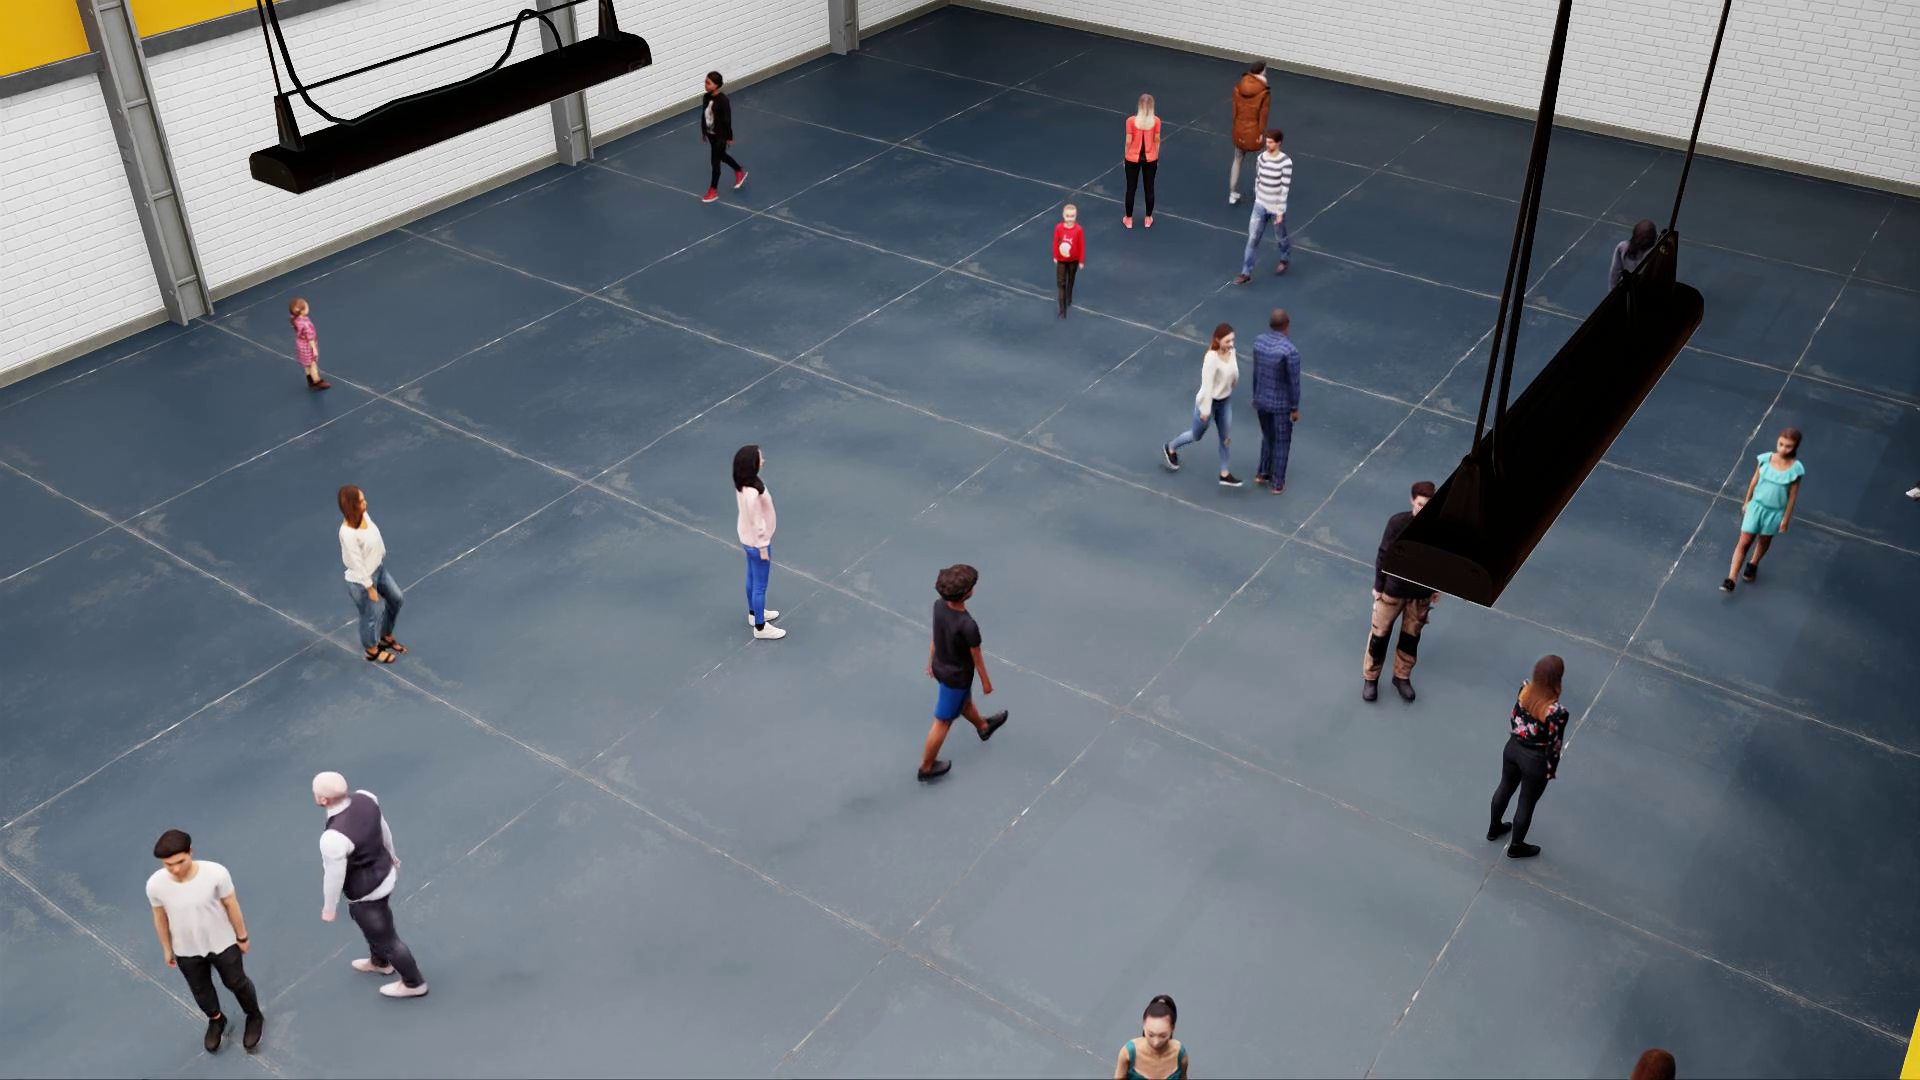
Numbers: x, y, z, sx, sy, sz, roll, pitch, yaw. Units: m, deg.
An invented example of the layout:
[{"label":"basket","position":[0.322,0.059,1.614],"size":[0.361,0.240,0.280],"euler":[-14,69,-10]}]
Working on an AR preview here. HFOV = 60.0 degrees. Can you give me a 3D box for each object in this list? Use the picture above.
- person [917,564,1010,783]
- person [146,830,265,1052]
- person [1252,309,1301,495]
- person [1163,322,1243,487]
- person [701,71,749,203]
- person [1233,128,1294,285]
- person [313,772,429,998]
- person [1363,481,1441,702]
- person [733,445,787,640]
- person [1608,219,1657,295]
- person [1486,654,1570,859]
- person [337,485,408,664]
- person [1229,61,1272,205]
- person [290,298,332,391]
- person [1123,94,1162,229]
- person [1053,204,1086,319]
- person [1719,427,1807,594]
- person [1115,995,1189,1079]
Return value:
[{"label":"person","position":[-0.113,1.003,12.031],"size":[1.214,1.741,0.895],"euler":[-22,39,-29]},{"label":"person","position":[-4.533,2.377,9.990],"size":[0.700,1.712,0.764],"euler":[-4,34,-7]},{"label":"person","position":[2.849,-1.263,15.394],"size":[0.706,1.792,0.771],"euler":[-17,37,-24]},{"label":"person","position":[2.293,-1.291,15.552],"size":[0.796,1.663,1.073],"euler":[28,43,35]},{"label":"person","position":[-3.077,-5.264,21.547],"size":[0.654,1.643,1.094],"euler":[25,41,32]},{"label":"person","position":[3.676,-3.885,19.324],"size":[0.741,1.809,1.207],"euler":[27,42,34]},{"label":"person","position":[-3.561,2.152,10.246],"size":[0.961,1.803,0.904],"euler":[-1,34,-1]},{"label":"person","position":[3.436,0.381,12.801],"size":[0.794,1.925,0.815],"euler":[0,34,0]},{"label":"person","position":[-1.666,0.002,13.512],"size":[0.752,1.770,0.721],"euler":[-9,35,-14]},{"label":"person","position":[7.140,-2.653,17.663],"size":[0.668,1.597,0.649],"euler":[19,38,26]},{"label":"person","position":[3.899,1.464,11.392],"size":[0.657,1.680,0.646],"euler":[-15,36,-21]},{"label":"person","position":[-4.777,0.289,13.168],"size":[0.805,1.671,0.714],"euler":[1,34,2]},{"label":"person","position":[3.653,-5.174,21.270],"size":[0.702,1.801,0.975],"euler":[20,39,28]},{"label":"person","position":[-6.783,-2.037,17.255],"size":[0.453,1.020,0.465],"euler":[27,42,34]},{"label":"person","position":[2.256,-4.715,20.676],"size":[0.675,1.694,0.706],"euler":[0,34,-1]},{"label":"person","position":[1.223,-3.194,18.786],"size":[0.805,1.253,0.967],"euler":[1,34,2]},{"label":"person","position":[6.906,-0.293,14.169],"size":[0.563,1.533,0.946],"euler":[22,40,30]},{"label":"person","position":[1.015,3.092,8.938],"size":[0.618,1.686,0.638],"euler":[1,34,1]}]
